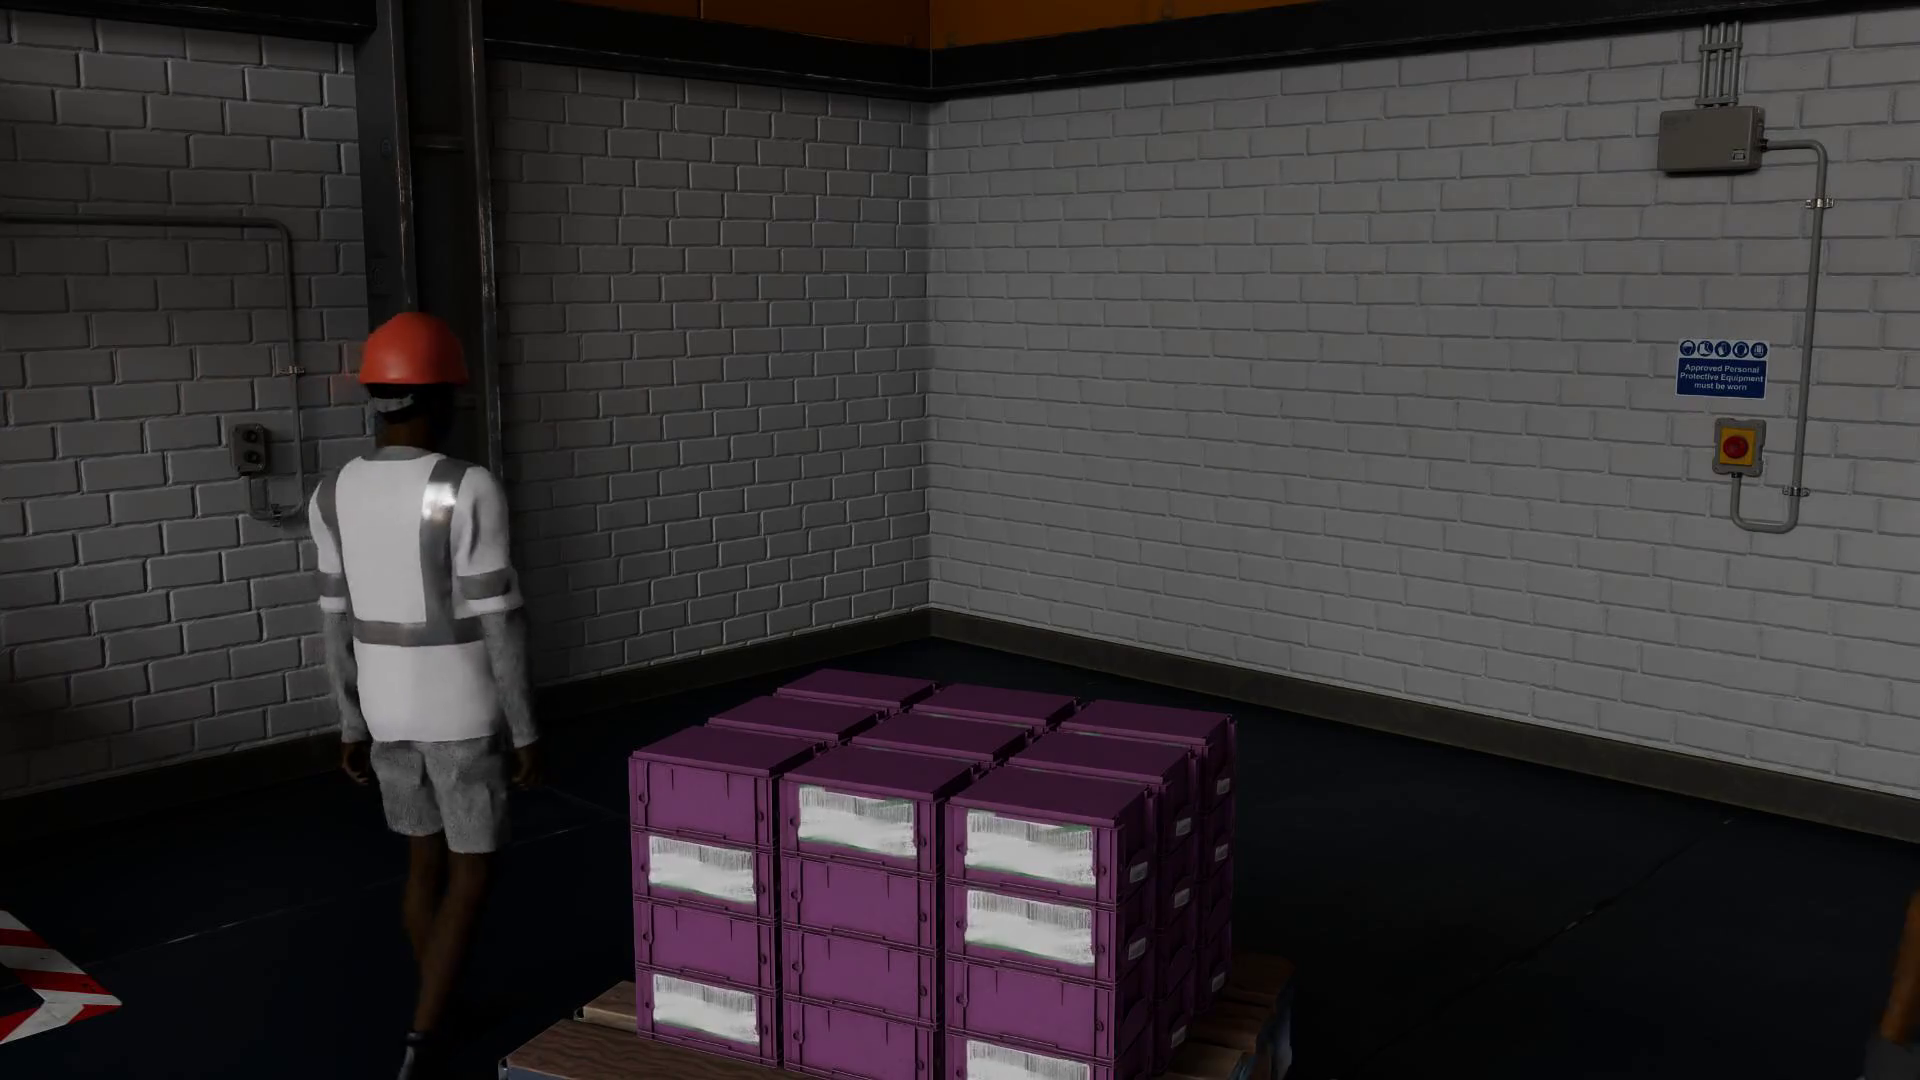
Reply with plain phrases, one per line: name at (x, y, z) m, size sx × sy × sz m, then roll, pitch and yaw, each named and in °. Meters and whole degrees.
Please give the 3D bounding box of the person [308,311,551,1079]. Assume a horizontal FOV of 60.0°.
person at (-1.298, 0.419, 4.063) m, size 0.550 × 1.947 × 0.572 m, roll 4°, pitch 10°, yaw 24°

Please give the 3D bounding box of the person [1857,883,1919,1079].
person at (1.423, 0.771, 2.141) m, size 0.972 × 1.819 × 0.505 m, roll -4°, pitch 10°, yaw -23°
